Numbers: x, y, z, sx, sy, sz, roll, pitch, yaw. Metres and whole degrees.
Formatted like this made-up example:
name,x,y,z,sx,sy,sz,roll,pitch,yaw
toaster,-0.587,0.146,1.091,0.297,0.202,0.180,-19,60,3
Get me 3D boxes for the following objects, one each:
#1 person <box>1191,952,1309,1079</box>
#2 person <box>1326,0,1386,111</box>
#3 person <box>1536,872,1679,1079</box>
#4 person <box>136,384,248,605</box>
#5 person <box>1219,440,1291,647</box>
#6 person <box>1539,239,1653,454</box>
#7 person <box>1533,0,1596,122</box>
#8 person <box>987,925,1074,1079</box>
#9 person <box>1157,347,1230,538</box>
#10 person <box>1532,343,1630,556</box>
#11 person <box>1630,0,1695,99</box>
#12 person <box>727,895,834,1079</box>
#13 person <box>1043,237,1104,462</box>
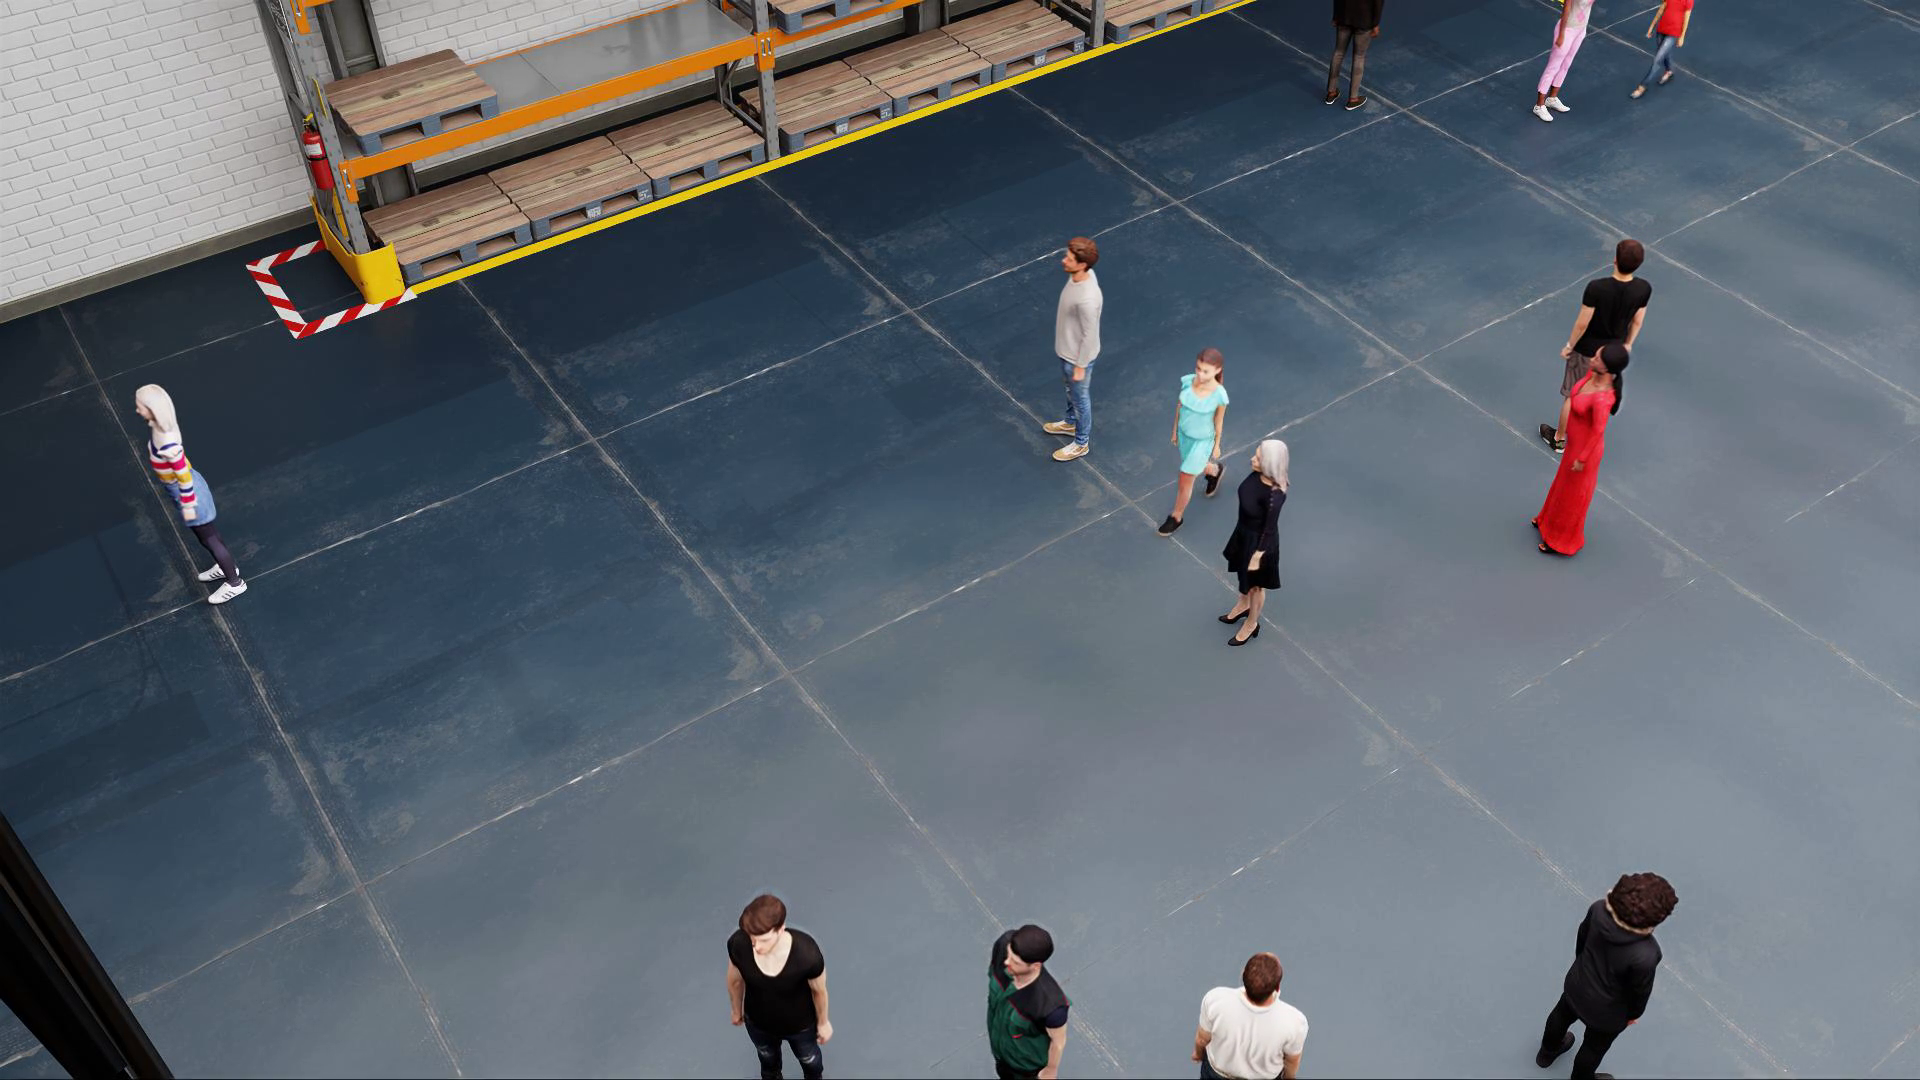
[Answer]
name,x,y,z,sx,sy,sz,roll,pitch,yaw
person,1.374,2.610,8.157,0.753,1.854,0.770,14,45,14
person,3.875,-5.102,16.293,0.723,1.799,0.673,28,50,26
person,3.306,2.293,8.544,0.653,1.781,0.657,-18,46,-18
person,-5.229,-0.329,11.275,0.530,1.809,0.662,-23,48,-22
person,1.943,0.011,10.964,0.714,1.747,0.692,-4,44,-4
person,4.765,-1.432,12.395,0.722,1.862,0.835,-2,44,-2
person,5.934,-4.959,16.184,0.471,1.742,0.649,-30,51,-28
person,0.328,2.474,8.267,0.570,1.900,0.666,-24,48,-23
person,1.733,-0.766,11.932,1.050,1.536,0.656,-34,53,-30
person,4.352,-0.638,11.618,0.800,1.783,0.746,4,44,5
person,7.146,-5.102,16.665,0.903,1.285,0.514,-24,49,-23
person,-0.897,2.364,8.386,0.744,1.894,0.797,8,44,8
person,0.878,-1.432,12.364,0.754,1.905,0.755,-5,44,-5
